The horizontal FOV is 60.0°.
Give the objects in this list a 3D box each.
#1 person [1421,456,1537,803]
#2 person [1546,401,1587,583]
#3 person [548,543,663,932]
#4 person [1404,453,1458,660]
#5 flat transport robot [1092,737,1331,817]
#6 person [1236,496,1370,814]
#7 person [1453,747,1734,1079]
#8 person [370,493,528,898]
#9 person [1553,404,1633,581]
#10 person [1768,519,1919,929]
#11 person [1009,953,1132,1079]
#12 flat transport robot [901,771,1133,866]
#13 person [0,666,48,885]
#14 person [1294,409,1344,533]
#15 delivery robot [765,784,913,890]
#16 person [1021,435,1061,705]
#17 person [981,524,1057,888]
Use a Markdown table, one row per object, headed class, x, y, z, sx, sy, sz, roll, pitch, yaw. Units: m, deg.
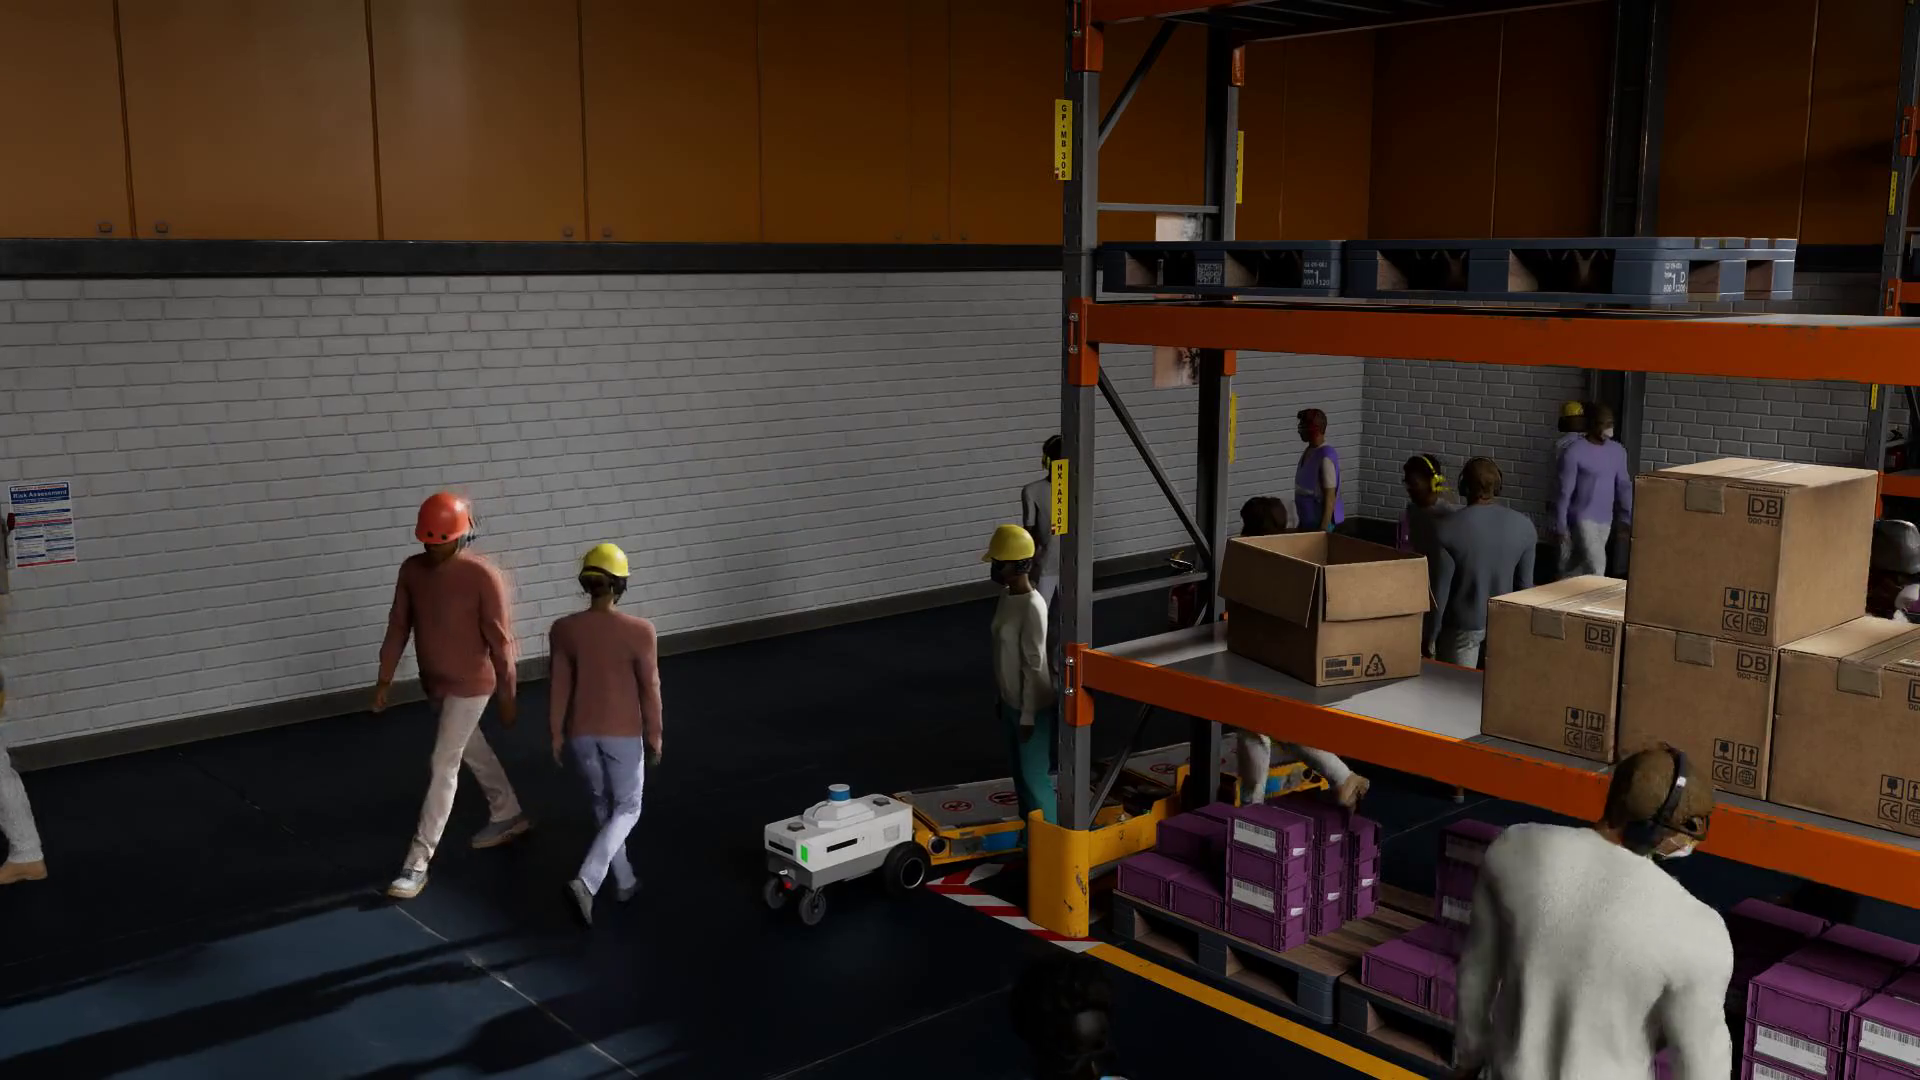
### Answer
| class | x | y | z | sx | sy | sz | roll | pitch | yaw |
| --- | --- | --- | --- | --- | --- | --- | --- | --- | --- |
| person | 2.872 | 0.499 | 9.261 | 0.635 | 1.936 | 0.353 | -1 | 10 | -8 |
| person | 5.514 | -0.392 | 15.067 | 0.484 | 1.736 | 0.308 | -4 | 11 | -23 |
| person | -1.640 | 0.892 | 7.559 | 0.531 | 1.735 | 0.707 | 2 | 10 | 13 |
| person | 2.982 | 0.365 | 10.326 | 0.632 | 1.840 | 0.593 | -4 | 10 | -22 |
| flat transport robot | 1.439 | 1.315 | 9.353 | 1.431 | 0.197 | 0.652 | -6 | 12 | -32 |
| person | 1.744 | 0.661 | 8.712 | 0.777 | 1.809 | 0.655 | 2 | 10 | 11 |
| person | 1.513 | 1.409 | 4.076 | 0.356 | 1.896 | 0.705 | -9 | 13 | -41 |
| person | -2.486 | 0.697 | 8.163 | 0.720 | 1.927 | 1.026 | 6 | 11 | 30 |
| person | 4.999 | -0.126 | 13.073 | 0.646 | 1.887 | 1.016 | -5 | 11 | -29 |
| person | 3.588 | 0.895 | 6.637 | 0.701 | 2.000 | 0.585 | -7 | 12 | -36 |
| person | 0.167 | 1.622 | 3.401 | 0.545 | 1.684 | 0.545 | -5 | 11 | -26 |
| flat transport robot | 0.184 | 1.441 | 8.616 | 1.431 | 0.197 | 0.652 | -4 | 11 | -23 |
| person | -4.816 | 0.828 | 7.759 | 0.932 | 1.786 | 0.672 | -6 | 11 | -29 |
| person | 2.832 | -0.124 | 13.197 | 0.393 | 1.839 | 0.563 | -1 | 10 | -4 |
| delivery robot | -0.565 | 1.390 | 7.810 | 0.707 | 0.478 | 0.477 | -9 | 13 | -43 |
| person | 0.635 | 0.234 | 11.042 | 0.517 | 1.861 | 0.328 | -7 | 12 | -35 |
| person | 0.275 | 0.792 | 8.080 | 0.357 | 1.759 | 0.525 | -3 | 10 | -16 |
